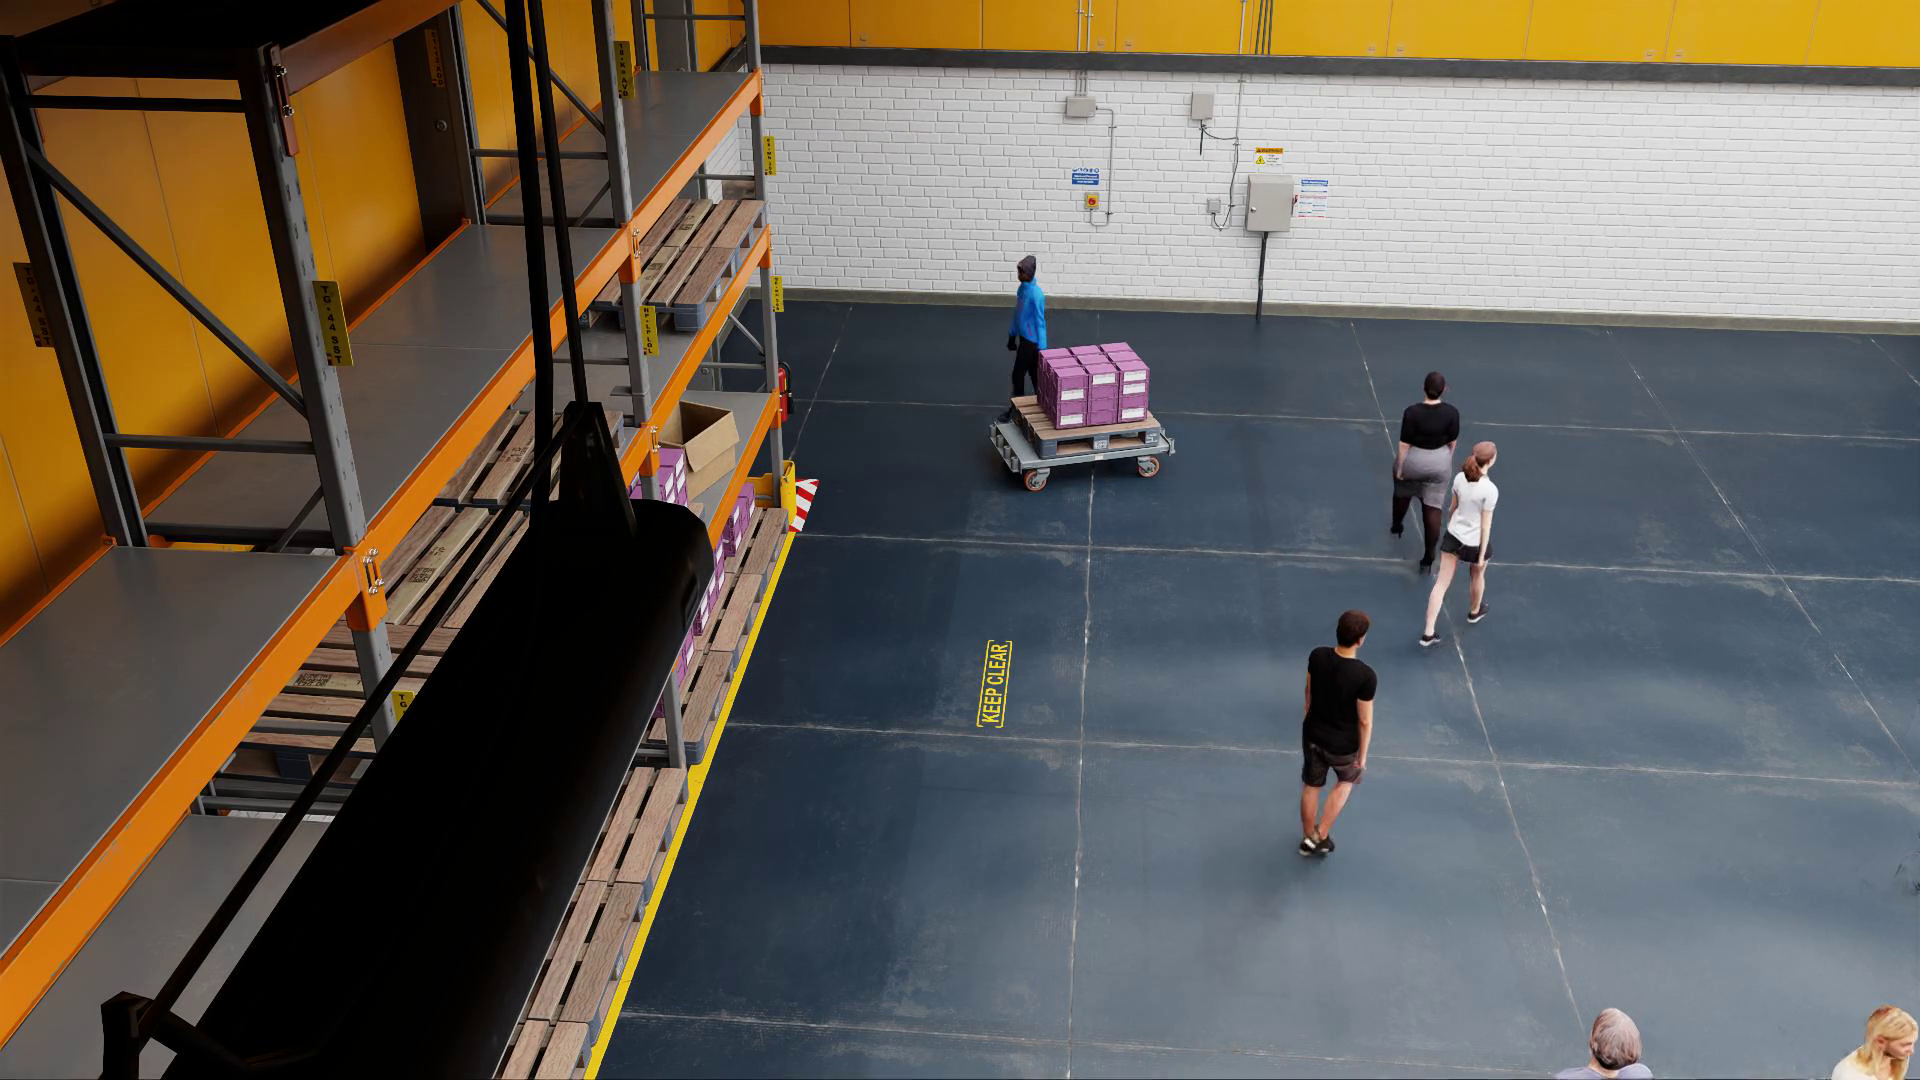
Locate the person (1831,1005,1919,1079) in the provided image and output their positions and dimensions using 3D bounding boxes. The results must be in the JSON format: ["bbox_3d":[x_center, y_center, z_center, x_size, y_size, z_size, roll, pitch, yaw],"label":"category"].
[{"bbox_3d":[4.086,2.846,7.964,1.086,1.770,1.192,-18,33,-29],"label":"person"}]

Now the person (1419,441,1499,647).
[{"bbox_3d":[3.932,0.069,13.127,1.060,1.702,1.189,25,37,38],"label":"person"}]

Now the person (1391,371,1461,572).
[{"bbox_3d":[4.010,-0.559,14.266,0.651,1.714,1.036,2,29,4],"label":"person"}]

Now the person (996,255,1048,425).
[{"bbox_3d":[0.805,-2.041,16.916,0.931,1.777,0.935,-10,30,-17],"label":"person"}]

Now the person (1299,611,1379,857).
[{"bbox_3d":[2.353,1.301,10.717,0.823,1.847,0.850,20,35,32],"label":"person"}]

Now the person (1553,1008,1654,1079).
[{"bbox_3d":[2.872,2.910,7.724,0.727,1.888,0.672,-5,29,-9],"label":"person"}]
